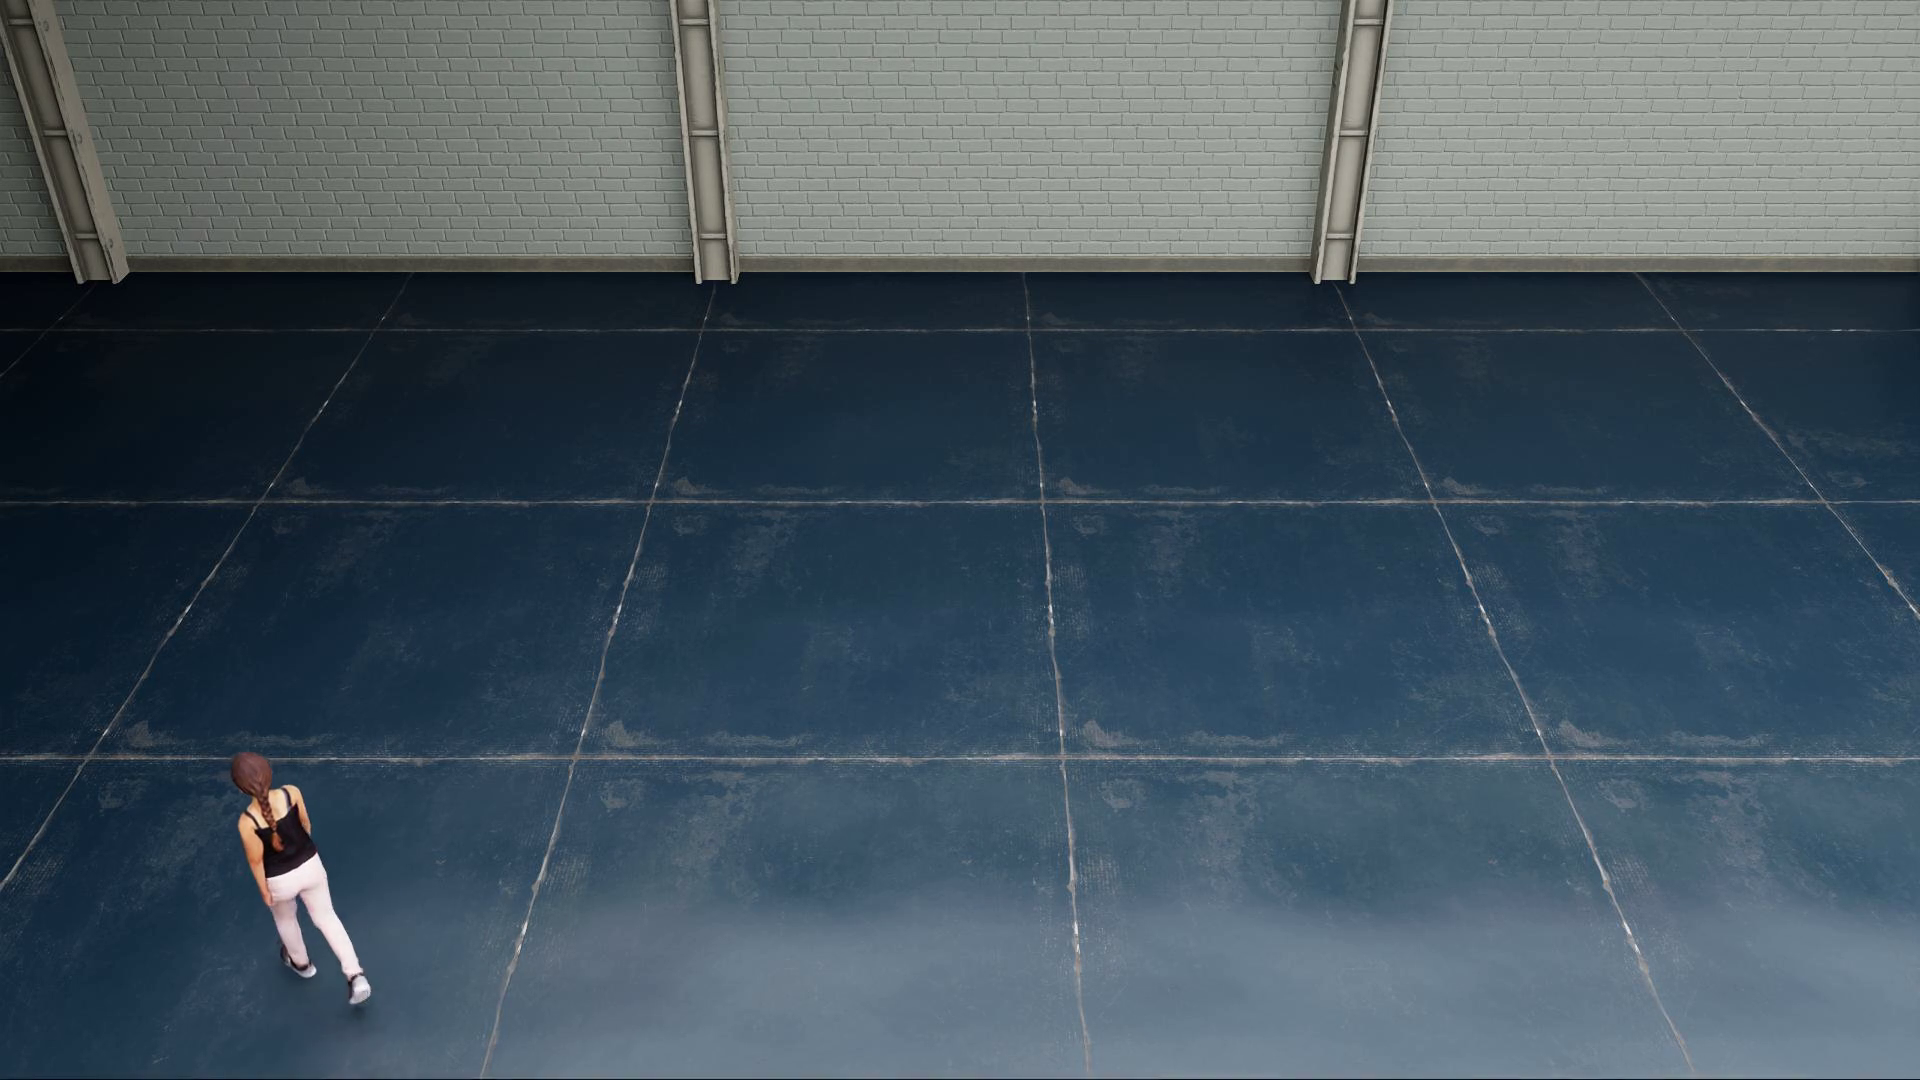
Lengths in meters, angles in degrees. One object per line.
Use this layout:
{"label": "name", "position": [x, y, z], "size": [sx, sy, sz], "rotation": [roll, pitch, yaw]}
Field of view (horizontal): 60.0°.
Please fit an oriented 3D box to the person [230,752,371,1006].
{"label": "person", "position": [-3.273, 1.698, 8.265], "size": [0.971, 1.540, 0.910], "rotation": [28, 42, 36]}
